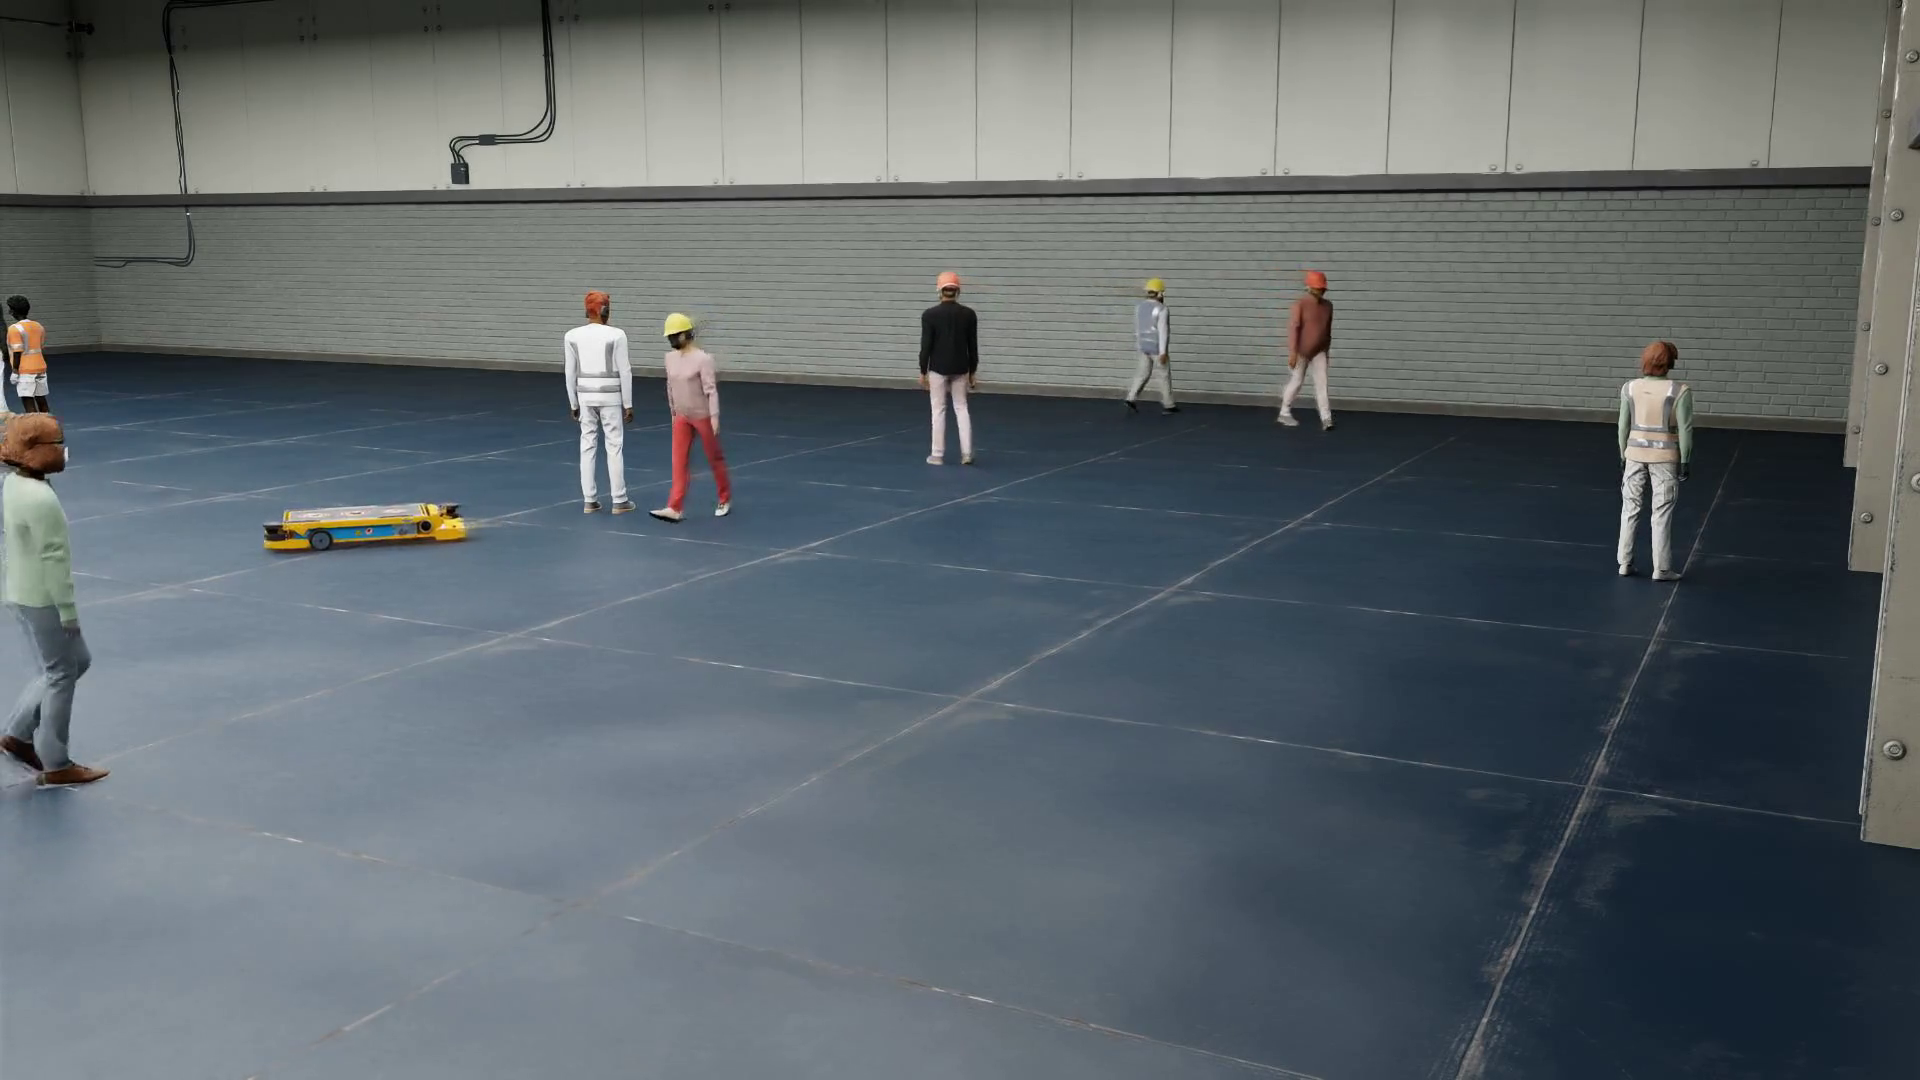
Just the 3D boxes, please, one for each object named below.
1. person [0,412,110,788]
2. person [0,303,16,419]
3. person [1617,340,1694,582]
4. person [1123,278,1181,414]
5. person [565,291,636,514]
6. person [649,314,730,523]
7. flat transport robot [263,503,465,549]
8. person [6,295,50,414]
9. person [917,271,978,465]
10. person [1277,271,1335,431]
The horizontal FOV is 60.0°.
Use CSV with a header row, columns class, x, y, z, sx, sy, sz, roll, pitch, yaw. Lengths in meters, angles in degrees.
class,x,y,z,sx,sy,sz,roll,pitch,yaw
person,-3.862,0.262,7.062,0.366,1.617,0.518,-9,13,-39
person,-12.476,-2.459,21.296,0.633,1.841,0.429,1,10,3
person,4.729,-0.535,11.347,0.307,1.645,0.514,-9,14,-41
person,2.533,-2.536,21.831,0.819,1.804,0.608,-7,12,-34
person,-3.041,-1.159,14.086,0.573,1.886,0.353,2,11,10
person,-2.193,-1.001,13.688,0.632,1.699,0.912,6,12,30
flat transport robot,-4.588,-0.118,12.816,1.431,0.197,0.652,-4,11,-20
person,-10.324,-1.857,18.422,0.320,1.692,0.531,1,10,3
person,-0.121,-1.753,17.038,0.627,1.994,0.385,-4,11,-22
person,4.238,-2.292,20.185,0.679,1.927,1.046,-4,11,-22
